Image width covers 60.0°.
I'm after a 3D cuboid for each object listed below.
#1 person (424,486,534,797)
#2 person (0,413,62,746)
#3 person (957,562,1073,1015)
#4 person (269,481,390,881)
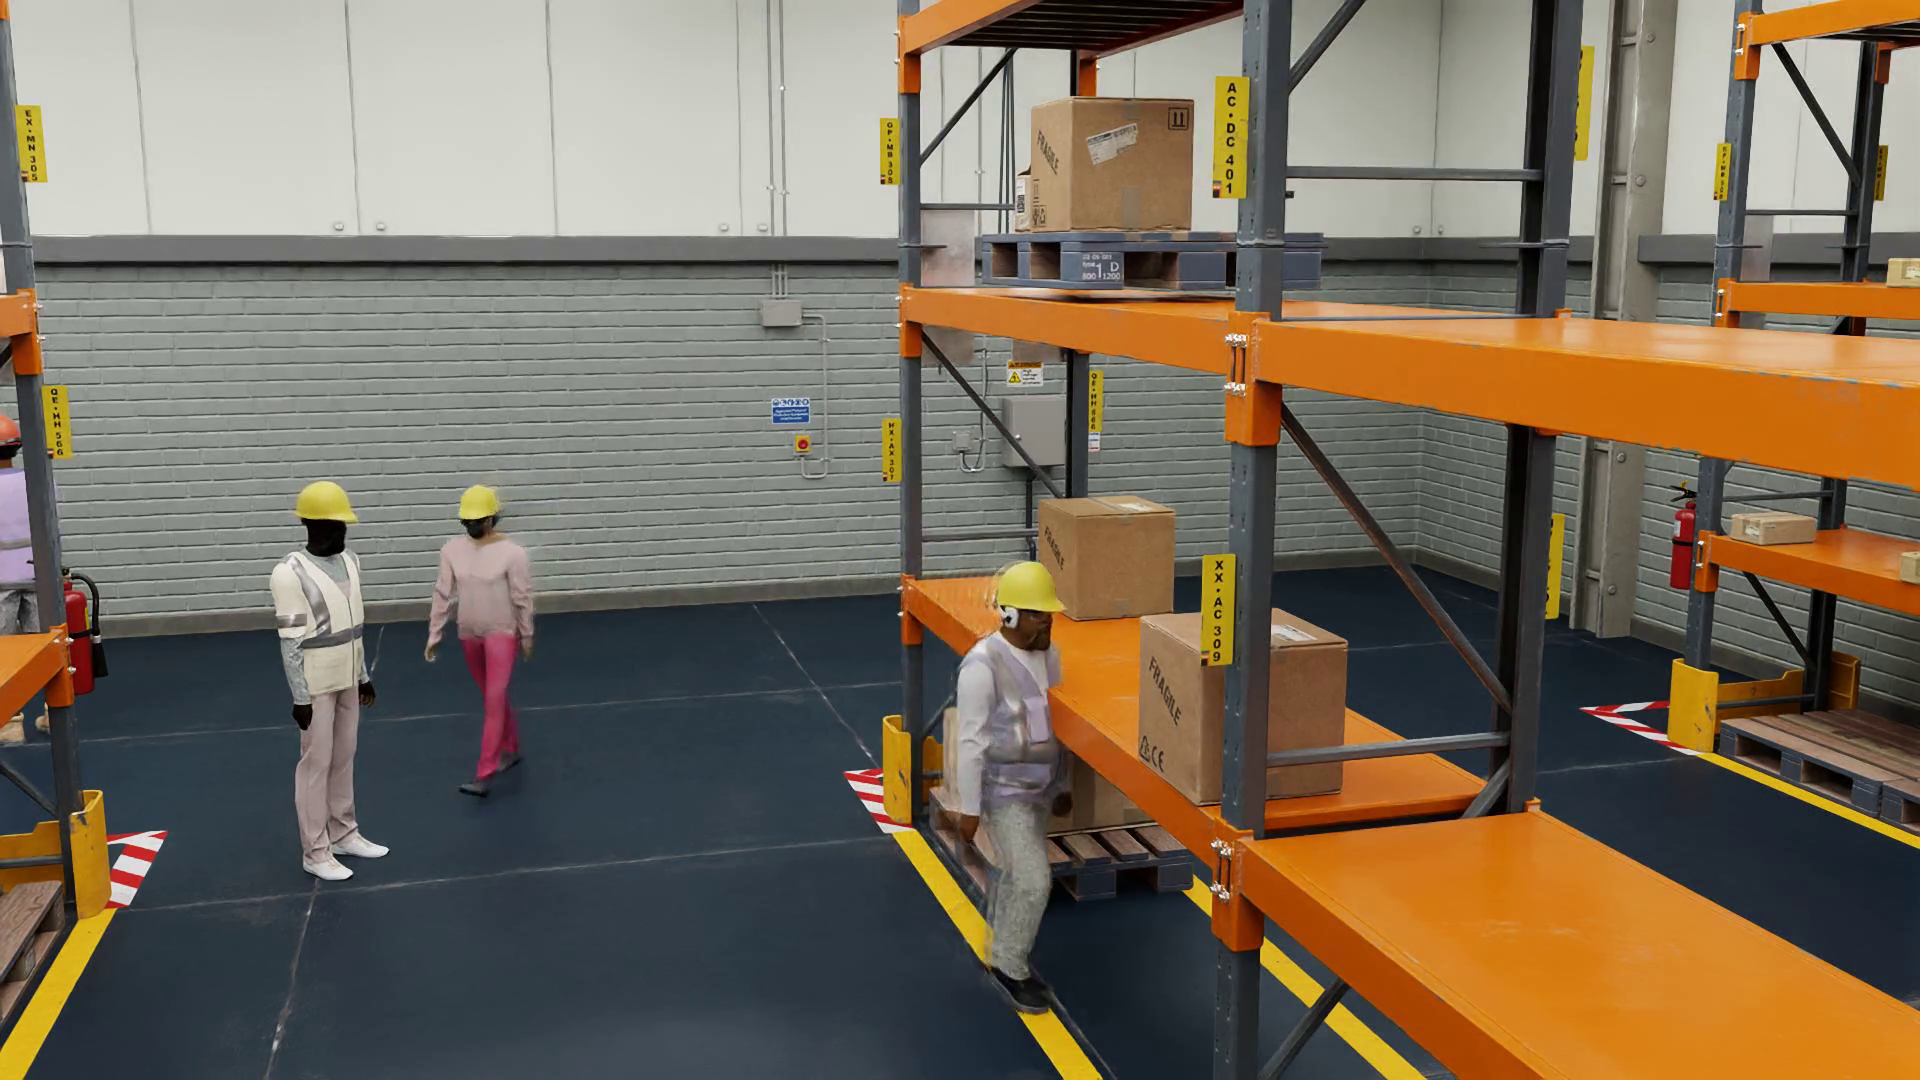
[{"bbox_3d":[-2.693,0.556,9.333,0.539,1.717,0.920,2,10,14],"label":"person"},{"bbox_3d":[-5.812,0.239,10.190,0.365,2.048,0.608,6,12,31],"label":"person"},{"bbox_3d":[0.280,0.984,6.589,0.523,1.811,0.601,7,12,34],"label":"person"},{"bbox_3d":[-3.058,0.669,8.078,0.361,1.929,0.587,2,10,12],"label":"person"}]
